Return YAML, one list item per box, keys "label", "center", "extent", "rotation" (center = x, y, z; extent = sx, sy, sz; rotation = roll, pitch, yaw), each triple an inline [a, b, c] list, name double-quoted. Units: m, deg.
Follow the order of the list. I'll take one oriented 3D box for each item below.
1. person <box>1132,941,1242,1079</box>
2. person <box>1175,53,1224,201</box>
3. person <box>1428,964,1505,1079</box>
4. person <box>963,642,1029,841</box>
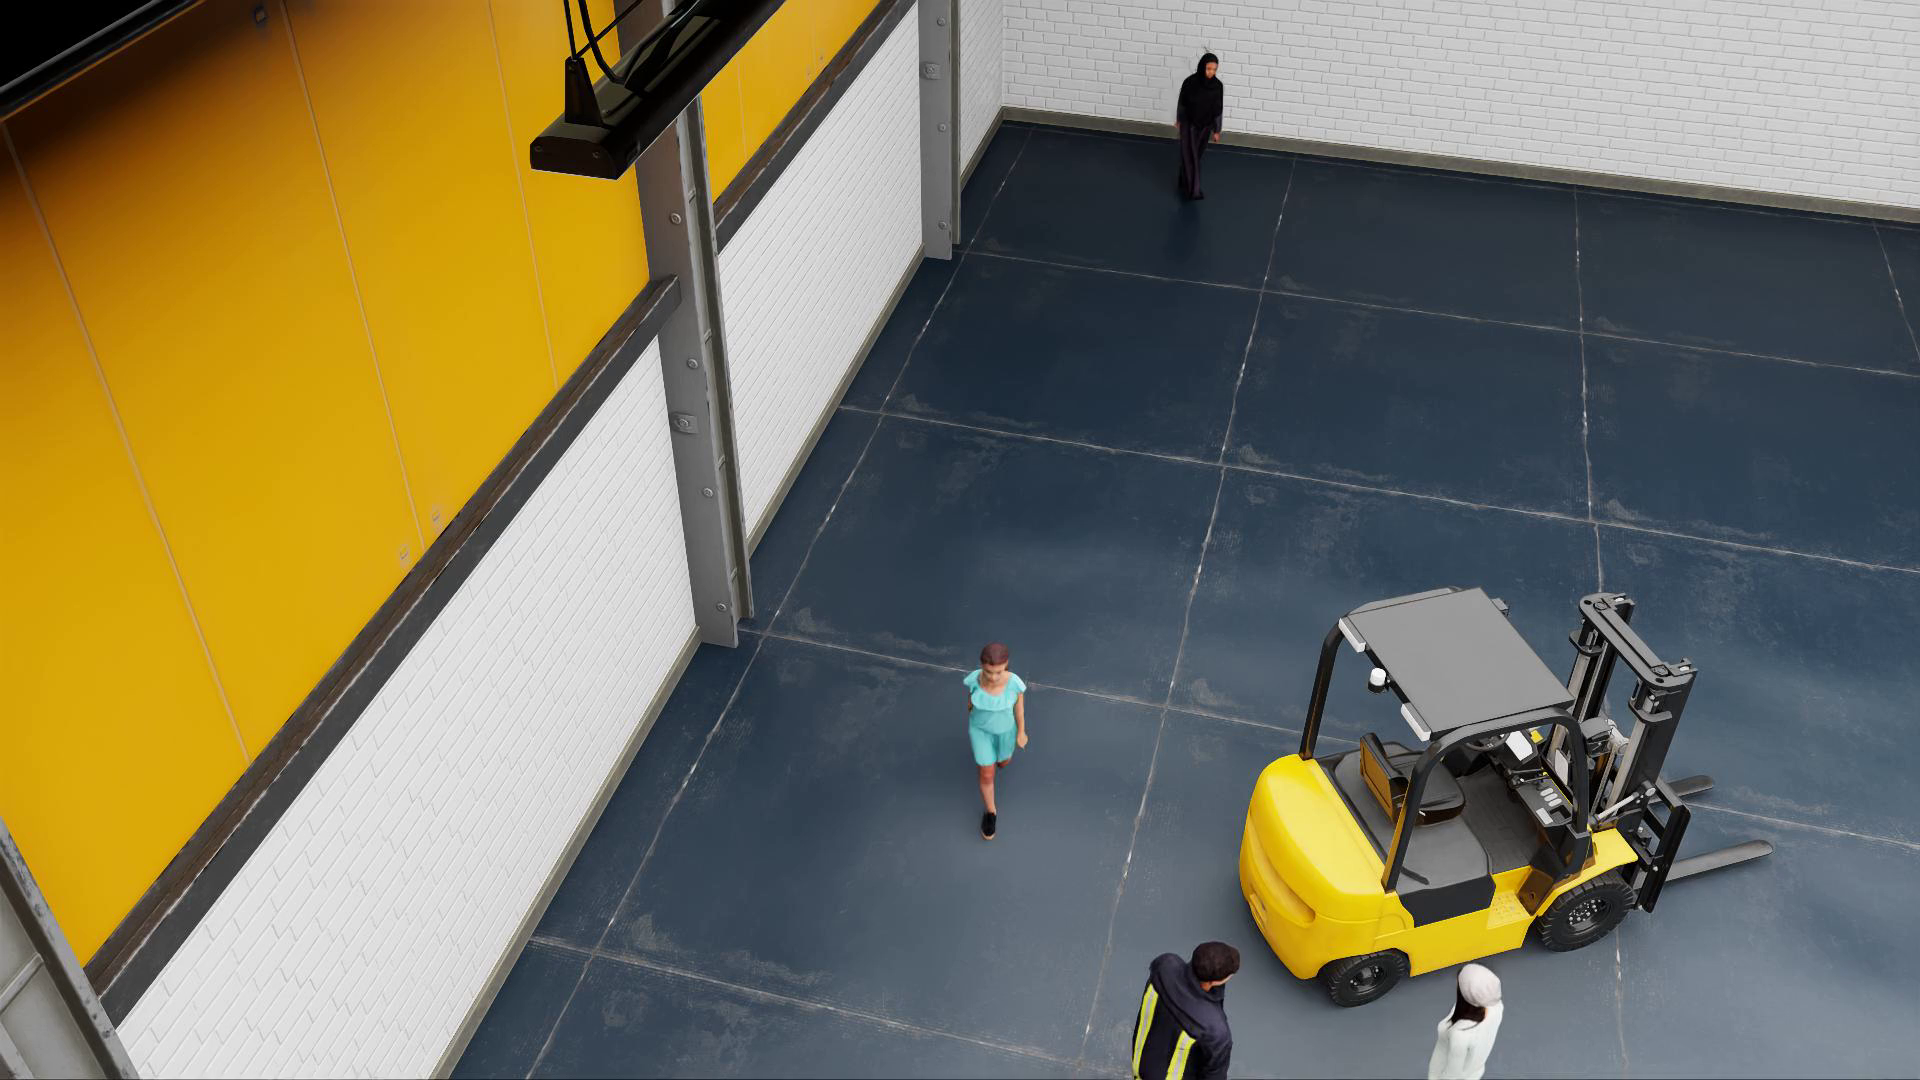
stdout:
- label: "person"
  center: [1.019, 2.650, 8.383]
  extent: [1.209, 1.896, 1.130]
  rotation: [-24, 44, -27]
- label: "person"
  center: [2.457, -4.412, 17.470]
  extent: [0.861, 1.592, 1.176]
  rotation: [0, 39, 0]
- label: "person"
  center: [2.540, 2.709, 8.509]
  extent: [0.697, 1.647, 0.580]
  rotation: [31, 48, 33]
- label: "person"
  center: [0.218, 1.143, 10.570]
  extent: [0.648, 1.523, 1.014]
  rotation: [5, 39, 6]
